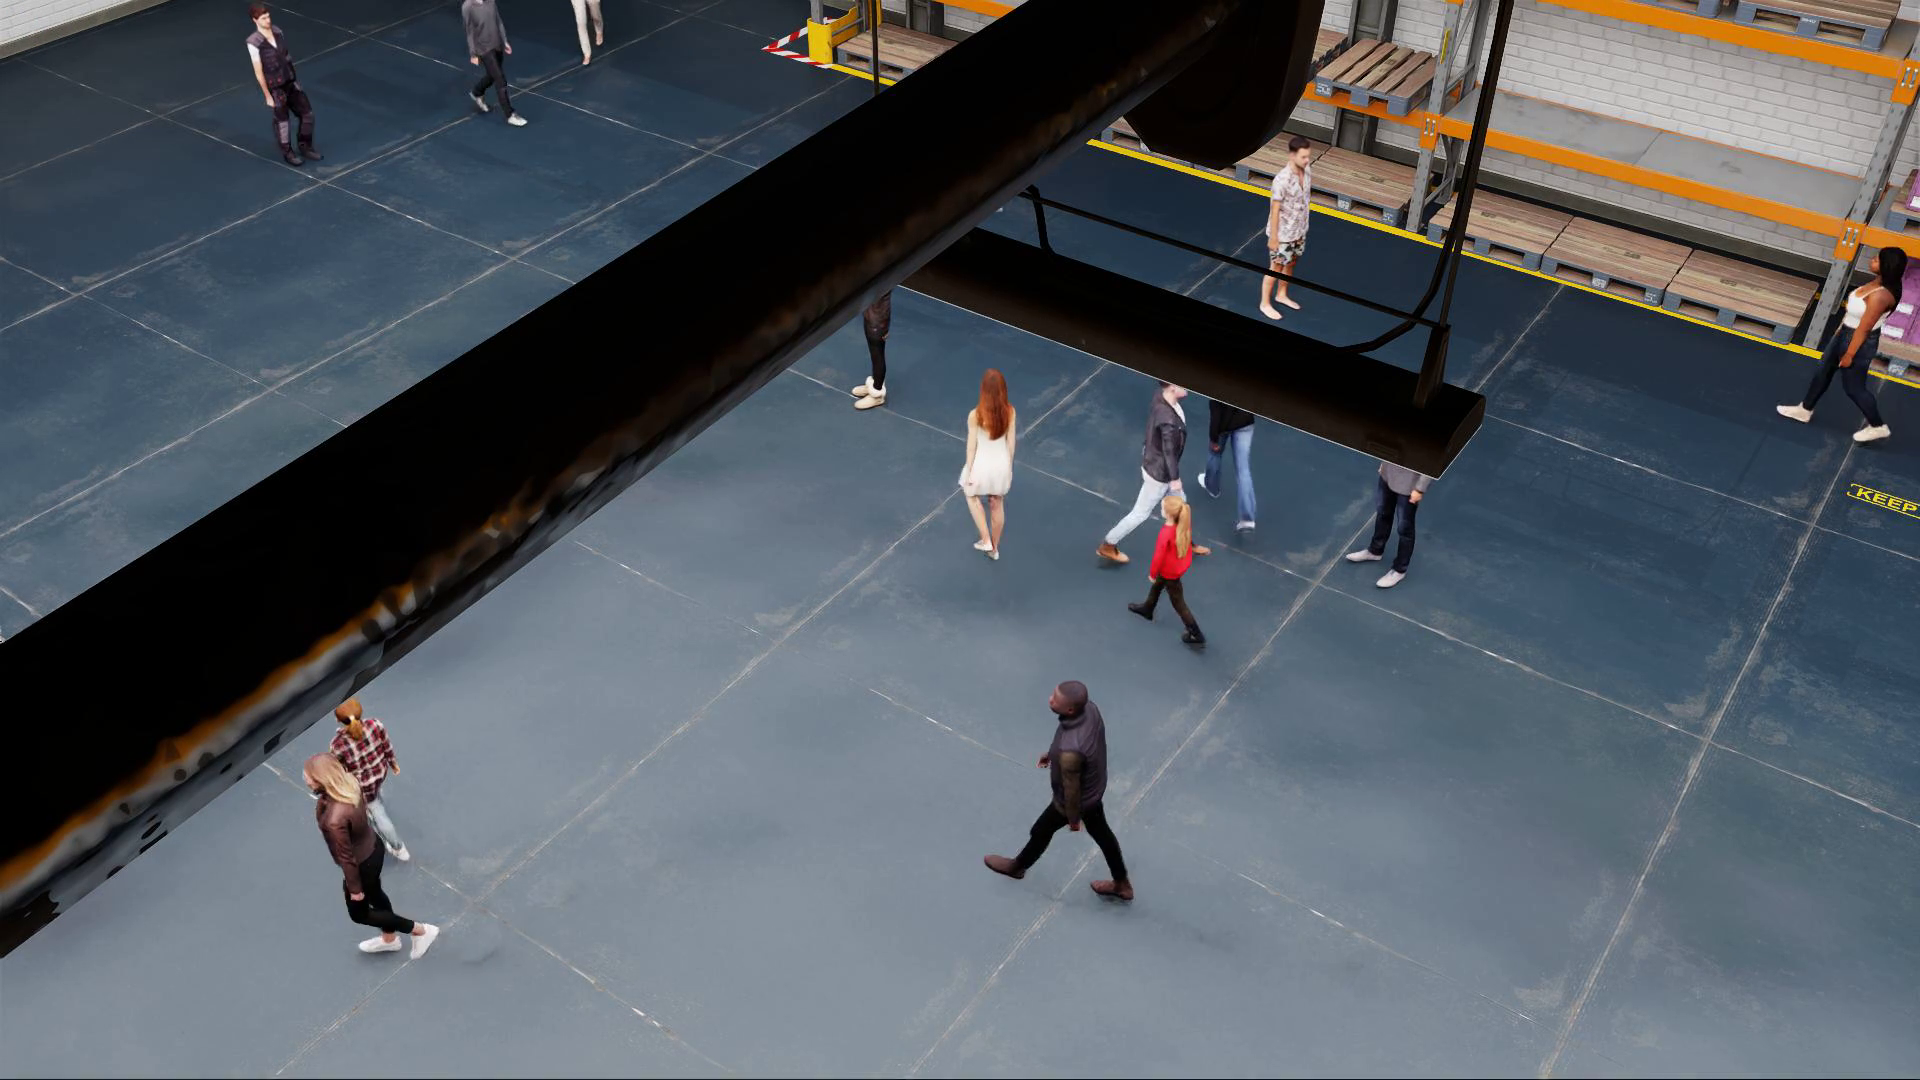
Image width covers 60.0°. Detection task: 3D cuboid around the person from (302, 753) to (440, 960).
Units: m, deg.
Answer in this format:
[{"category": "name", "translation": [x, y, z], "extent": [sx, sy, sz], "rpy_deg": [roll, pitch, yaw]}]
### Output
[{"category": "person", "translation": [-3.426, 1.870, 9.733], "extent": [0.904, 1.695, 0.842], "rpy_deg": [-5, 39, -6]}]

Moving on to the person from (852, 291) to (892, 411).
[{"category": "person", "translation": [-0.727, -1.929, 14.518], "extent": [0.699, 1.660, 0.761], "rpy_deg": [17, 42, 20]}]

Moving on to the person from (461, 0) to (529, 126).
[{"category": "person", "translation": [-5.477, -5.662, 19.134], "extent": [1.139, 1.733, 0.705], "rpy_deg": [18, 42, 21]}]

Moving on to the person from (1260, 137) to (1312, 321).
[{"category": "person", "translation": [3.084, -2.976, 15.708], "extent": [0.708, 1.811, 0.627], "rpy_deg": [-32, 48, -33]}]

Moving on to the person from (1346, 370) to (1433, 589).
[{"category": "person", "translation": [3.342, -0.492, 12.547], "extent": [0.839, 1.876, 0.718], "rpy_deg": [-17, 42, -20]}]

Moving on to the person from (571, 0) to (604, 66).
[{"category": "person", "translation": [-4.647, -6.861, 20.665], "extent": [1.098, 1.695, 1.090], "rpy_deg": [-2, 39, -3]}]

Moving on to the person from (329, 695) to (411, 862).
[{"category": "person", "translation": [-3.714, 1.521, 10.510], "extent": [0.911, 1.271, 0.628], "rpy_deg": [31, 48, 33]}]

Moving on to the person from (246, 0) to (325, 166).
[{"category": "person", "translation": [-7.524, -4.992, 18.215], "extent": [0.725, 1.833, 0.738], "rpy_deg": [18, 42, 21]}]

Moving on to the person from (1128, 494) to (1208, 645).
[{"category": "person", "translation": [1.594, 0.239, 12.125], "extent": [0.915, 1.259, 0.486], "rpy_deg": [24, 45, 27]}]

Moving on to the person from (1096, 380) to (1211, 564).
[{"category": "person", "translation": [1.430, -0.532, 12.653], "extent": [1.253, 1.805, 1.073], "rpy_deg": [1, 39, 2]}]

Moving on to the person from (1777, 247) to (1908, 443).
[{"category": "person", "translation": [7.669, -1.609, 14.025], "extent": [1.150, 1.776, 0.692], "rpy_deg": [20, 43, 23]}]

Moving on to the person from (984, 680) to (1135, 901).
[{"category": "person", "translation": [0.792, 1.558, 10.059], "extent": [1.277, 1.776, 0.911], "rpy_deg": [12, 40, 15]}]

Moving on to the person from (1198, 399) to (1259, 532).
[{"category": "person", "translation": [2.190, -0.847, 13.128], "extent": [1.091, 1.703, 1.230], "rpy_deg": [-9, 39, -11]}]

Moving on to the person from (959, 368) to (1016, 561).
[{"category": "person", "translation": [0.252, -0.515, 12.714], "extent": [0.713, 1.701, 0.766], "rpy_deg": [-11, 40, -14]}]
